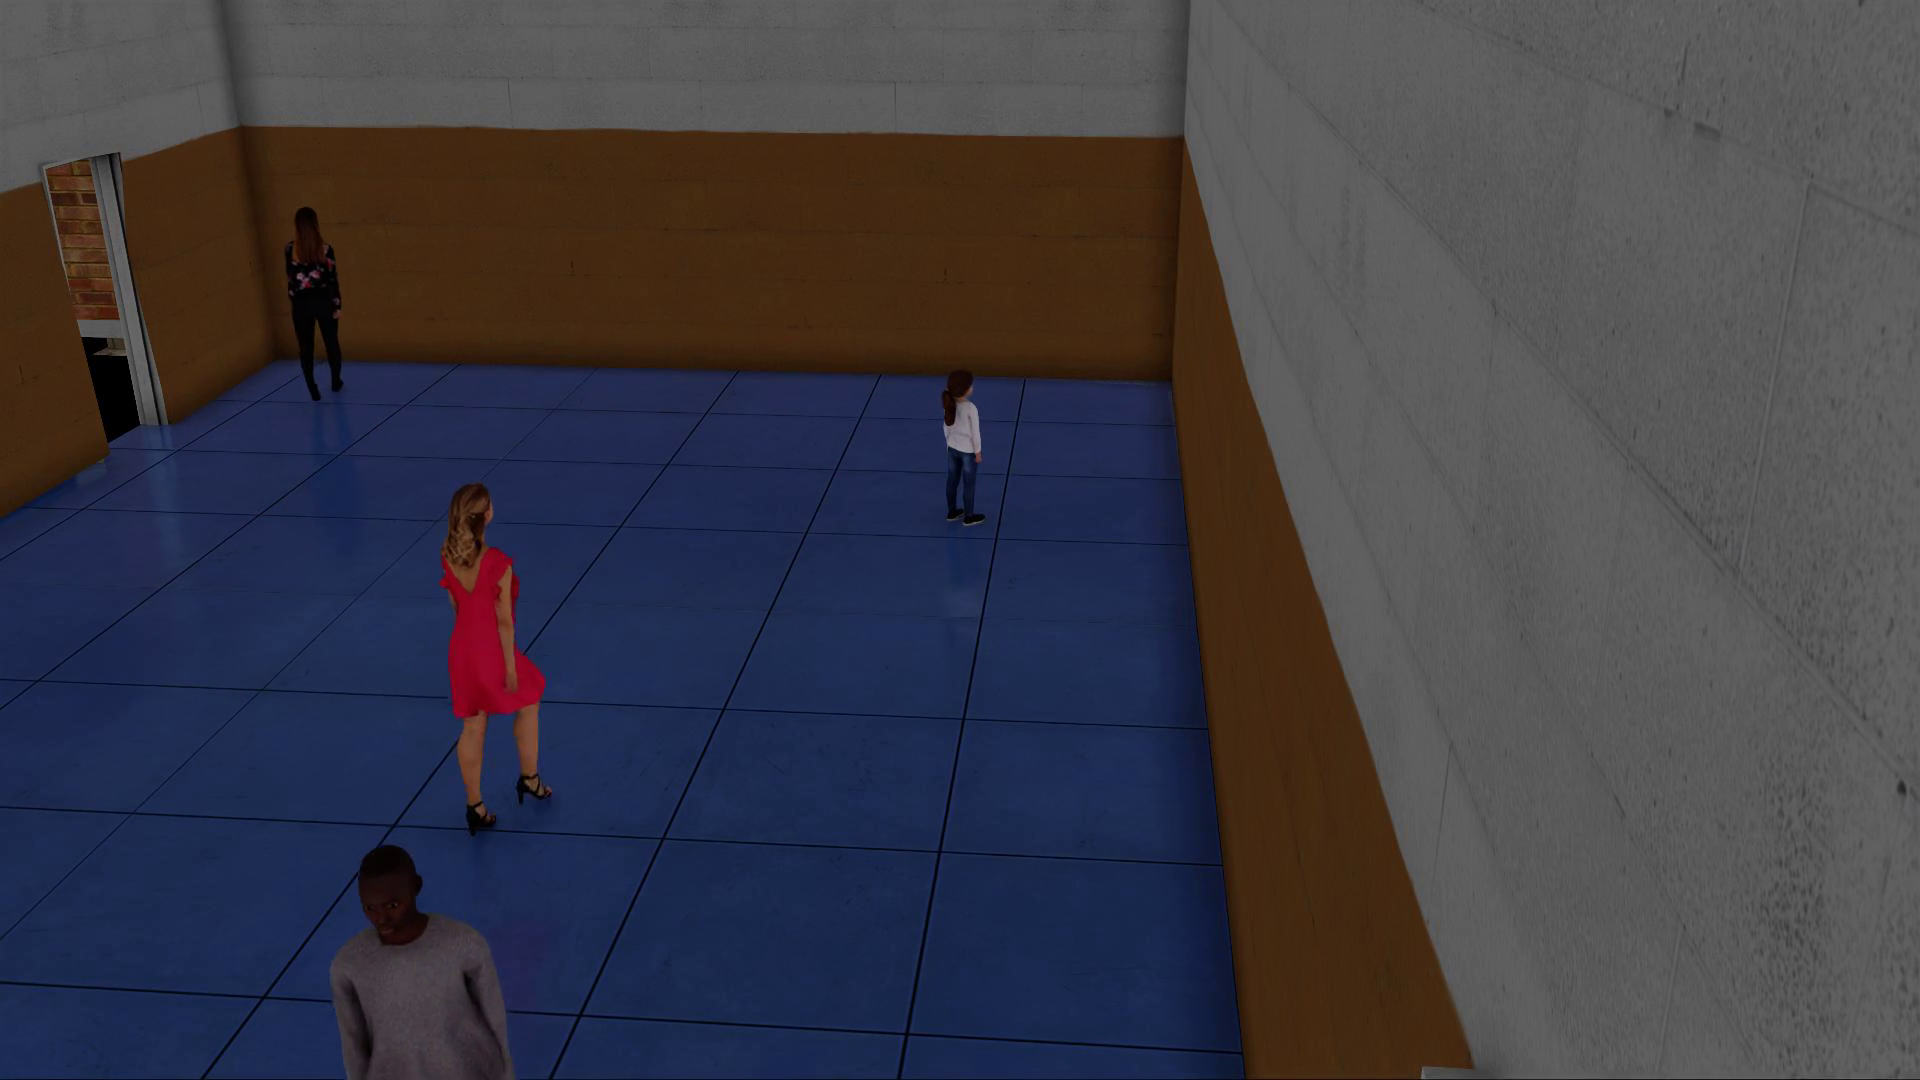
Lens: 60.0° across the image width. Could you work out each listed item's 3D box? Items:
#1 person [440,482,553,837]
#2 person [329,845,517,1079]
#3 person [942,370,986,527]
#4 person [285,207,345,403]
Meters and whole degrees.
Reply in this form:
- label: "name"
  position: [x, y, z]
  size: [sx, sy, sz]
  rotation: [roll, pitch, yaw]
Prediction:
- label: "person"
  position: [-2.276, 0.594, 7.775]
  size: [0.754, 1.705, 0.771]
  rotation: [10, 24, 23]
- label: "person"
  position: [-1.588, 1.646, 5.081]
  size: [0.662, 1.761, 0.765]
  rotation: [-4, 22, -10]
- label: "person"
  position: [0.014, -0.664, 11.702]
  size: [0.515, 1.113, 0.587]
  rotation: [17, 27, 36]
- label: "person"
  position: [-5.568, -2.001, 14.291]
  size: [0.996, 1.662, 0.865]
  rotation: [-5, 23, -13]
